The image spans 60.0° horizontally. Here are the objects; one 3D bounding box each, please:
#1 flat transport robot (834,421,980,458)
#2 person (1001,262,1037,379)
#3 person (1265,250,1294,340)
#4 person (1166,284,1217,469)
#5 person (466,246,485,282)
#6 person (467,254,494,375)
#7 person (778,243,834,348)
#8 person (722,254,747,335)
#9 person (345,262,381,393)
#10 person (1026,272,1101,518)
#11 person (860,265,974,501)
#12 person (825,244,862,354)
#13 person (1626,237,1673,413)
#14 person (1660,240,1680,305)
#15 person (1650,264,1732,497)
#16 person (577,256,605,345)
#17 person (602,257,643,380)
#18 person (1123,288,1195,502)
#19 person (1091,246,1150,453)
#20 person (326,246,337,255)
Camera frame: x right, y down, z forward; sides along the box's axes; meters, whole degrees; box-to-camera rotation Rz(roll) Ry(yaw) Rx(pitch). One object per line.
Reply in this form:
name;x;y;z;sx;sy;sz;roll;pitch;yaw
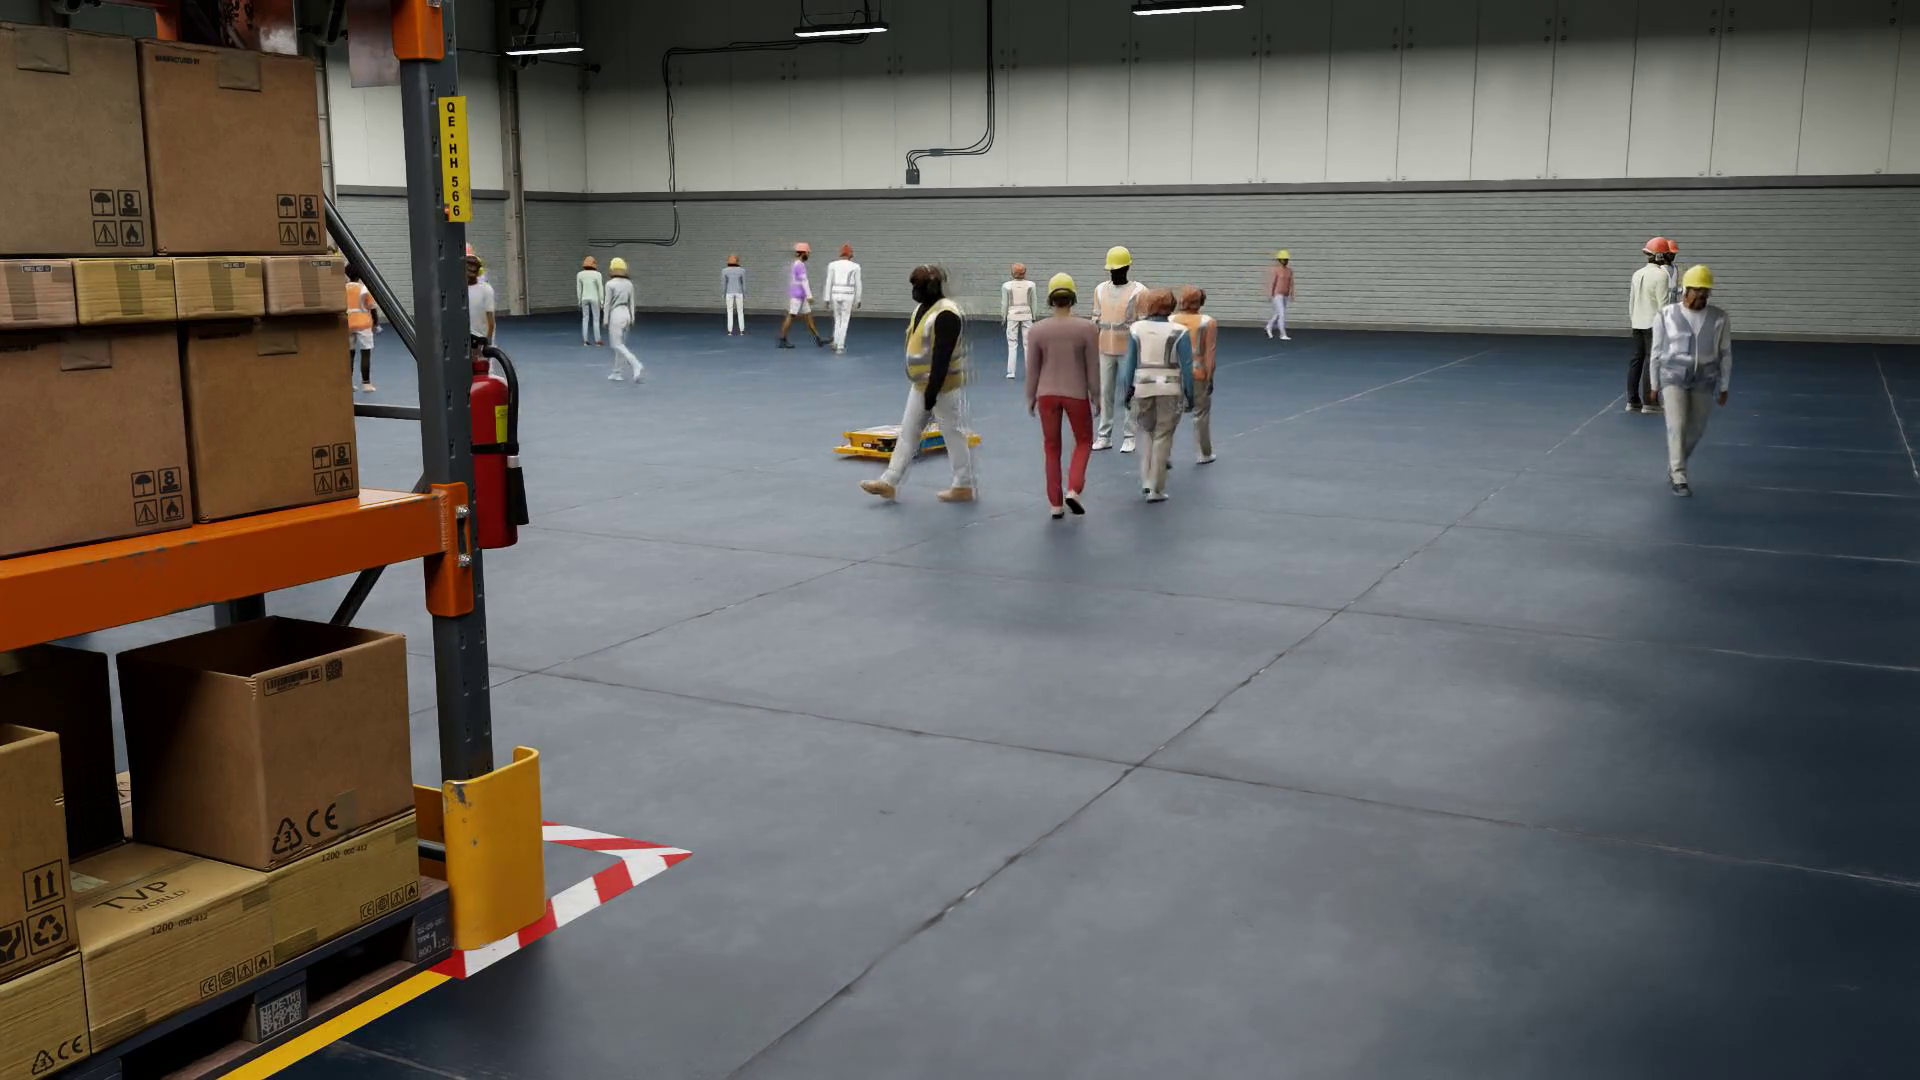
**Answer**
flat transport robot;-0.478;-0.947;15.540;0.652;0.197;1.431;7;13;34
person;0.835;-3.093;23.499;0.514;1.642;0.311;-1;10;-6
person;6.236;-4.794;32.500;0.542;1.741;0.750;-7;12;-33
person;1.984;-1.426;14.514;0.529;1.598;0.843;7;12;32
person;-6.422;-2.840;21.366;0.581;1.908;0.785;6;12;29
person;-5.006;-2.071;17.407;0.533;1.829;0.582;6;12;28
person;-2.812;-4.379;29.864;1.040;1.870;0.554;-1;10;-4
person;-4.596;-4.991;33.873;0.507;1.632;0.268;-2;11;-9
person;-7.745;-2.730;21.380;0.541;1.698;0.350;1;10;7
person;0.736;-1.024;11.880;0.553;1.753;0.350;2;11;13
person;-0.295;-1.153;12.497;0.937;1.793;0.637;-4;11;-22
person;-1.981;-4.147;28.644;0.594;1.857;0.684;4;11;18
person;7.914;-2.455;19.054;0.381;1.996;0.608;-2;11;-13
person;10.807;-3.612;25.515;0.543;1.939;0.361;-4;11;-21
person;5.758;-1.274;13.159;0.591;1.806;0.779;2;11;9
person;-6.792;-4.394;30.616;0.507;1.631;0.270;2;11;12
person;-4.689;-3.062;23.119;0.698;1.720;0.494;7;12;32
person;1.549;-1.111;12.726;0.550;1.617;0.541;6;12;31
person;1.478;-1.777;15.563;0.585;1.920;0.373;6;12;31
person;-11.663;-4.541;30.891;0.535;1.838;0.926;-1;10;-5
